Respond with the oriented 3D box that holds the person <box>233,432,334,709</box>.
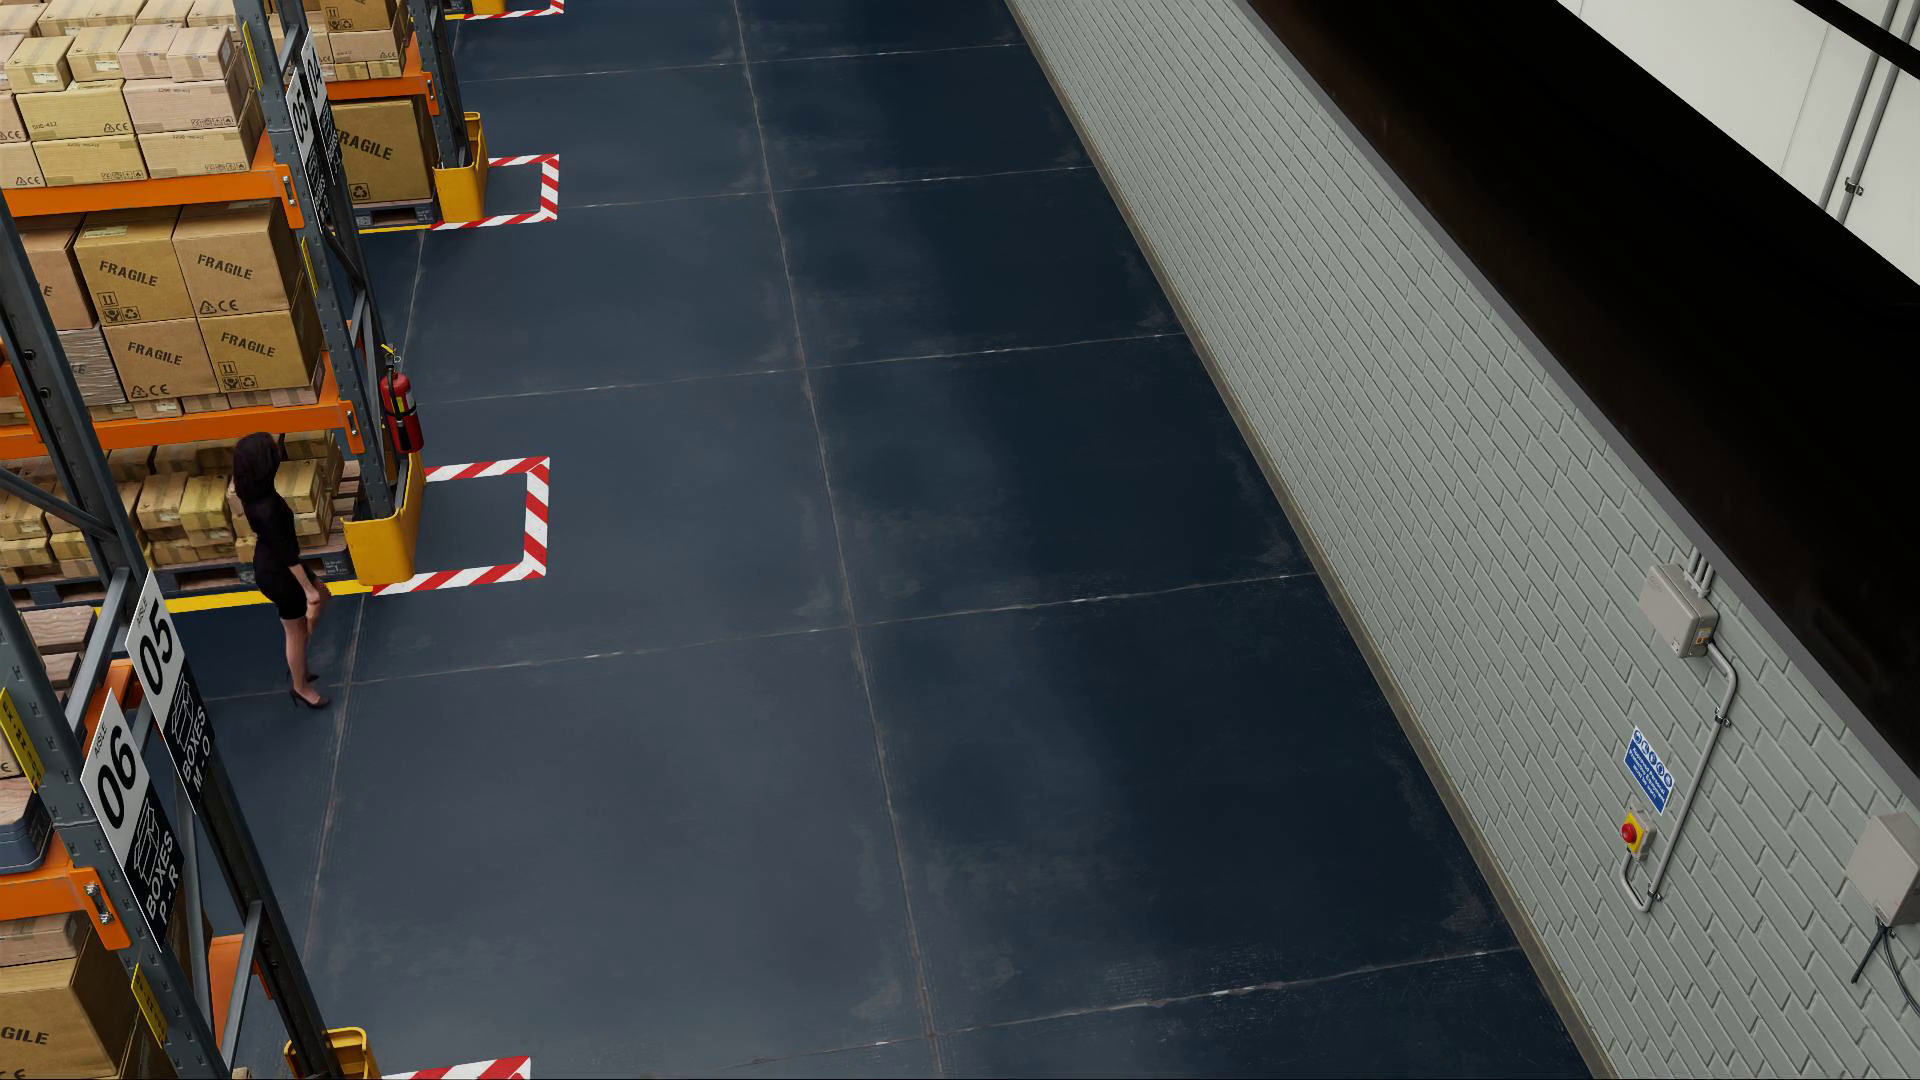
[{"bbox_3d":[-3.800,0.239,9.118,0.689,1.788,0.695,-15,41,-18],"label":"person"}]
